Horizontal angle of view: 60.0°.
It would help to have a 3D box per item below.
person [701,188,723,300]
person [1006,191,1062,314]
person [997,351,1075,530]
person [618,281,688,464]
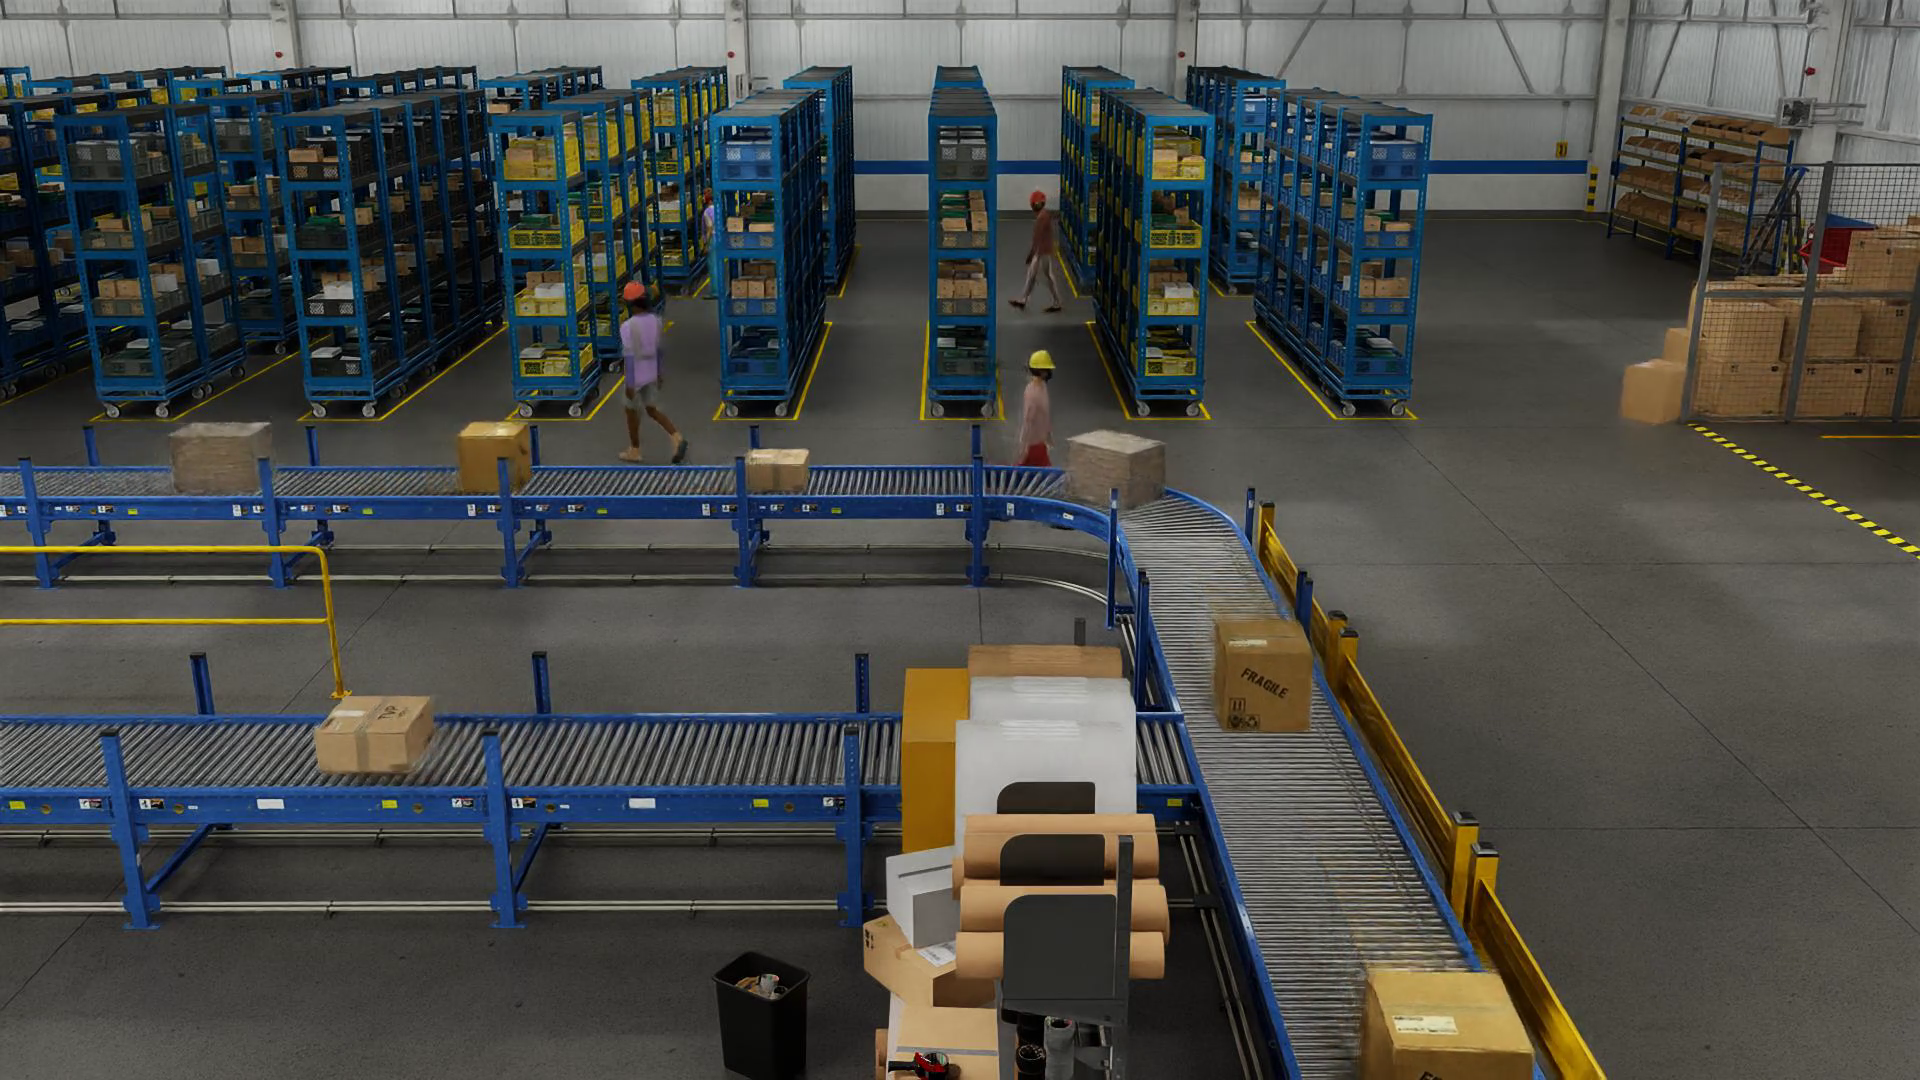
[{"bbox_3d":[-4.154,-4.975,27.974,0.386,1.845,0.568,3,18,10],"label":"person"},{"bbox_3d":[1.203,-4.600,26.661,0.989,1.947,0.635,1,18,3],"label":"person"},{"bbox_3d":[0.677,-0.960,15.799,0.908,1.723,0.534,4,18,11],"label":"person"},{"bbox_3d":[-3.356,-1.770,17.844,0.831,2.018,0.613,11,21,30],"label":"person"}]
